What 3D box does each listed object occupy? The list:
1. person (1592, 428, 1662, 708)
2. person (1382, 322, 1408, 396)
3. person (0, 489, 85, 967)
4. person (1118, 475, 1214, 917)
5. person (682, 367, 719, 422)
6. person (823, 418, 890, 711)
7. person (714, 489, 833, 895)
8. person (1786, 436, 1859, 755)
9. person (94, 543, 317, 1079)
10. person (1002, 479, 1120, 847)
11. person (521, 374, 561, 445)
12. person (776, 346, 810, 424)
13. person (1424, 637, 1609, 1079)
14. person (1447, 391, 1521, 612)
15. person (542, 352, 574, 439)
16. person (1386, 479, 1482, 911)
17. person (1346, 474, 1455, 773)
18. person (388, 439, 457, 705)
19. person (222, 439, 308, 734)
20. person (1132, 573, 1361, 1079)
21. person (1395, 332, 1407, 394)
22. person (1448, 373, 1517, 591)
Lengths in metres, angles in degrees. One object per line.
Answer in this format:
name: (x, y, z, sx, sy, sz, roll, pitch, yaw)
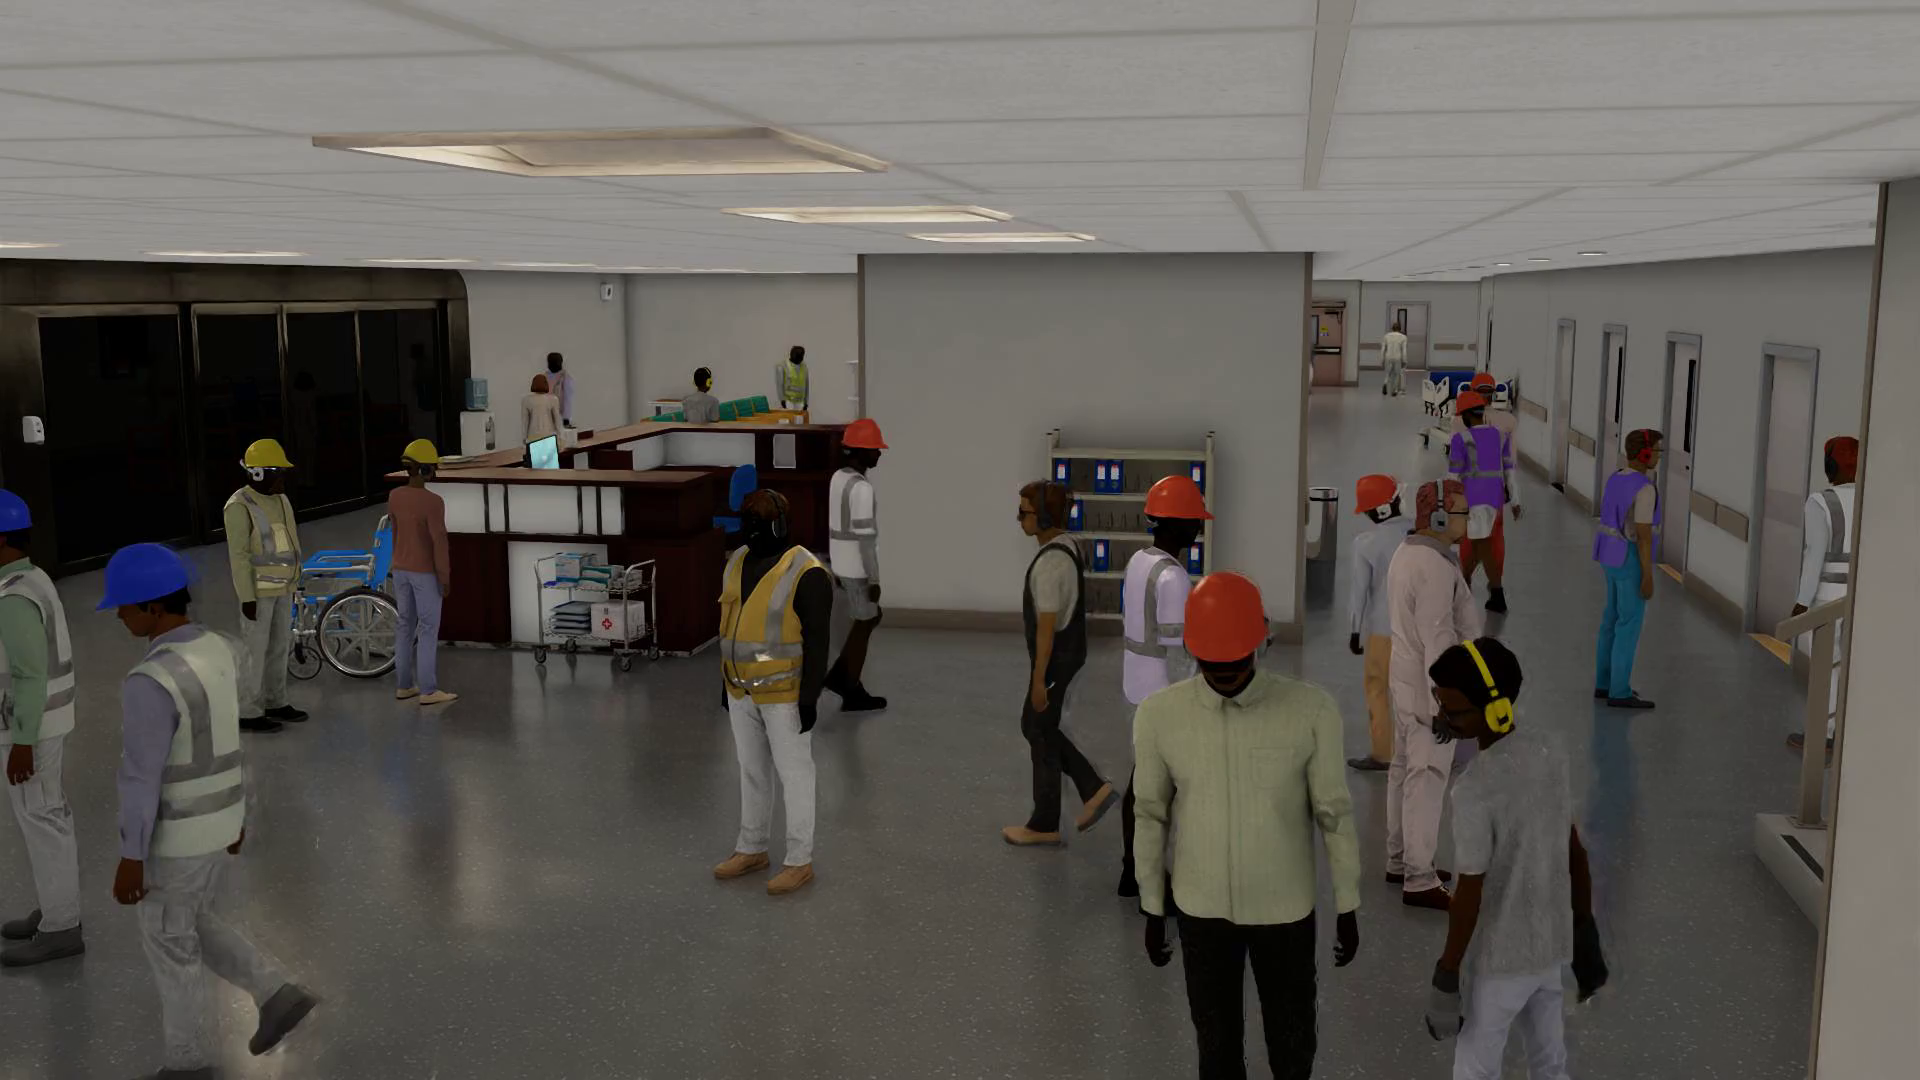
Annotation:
person: (4.383, 0.185, 10.951, 0.384, 1.837, 0.564, 0, 9, 0)
person: (11.104, -4.619, 42.572, 0.643, 1.913, 0.581, 4, 10, 27)
person: (-3.830, 0.752, 6.794, 0.406, 1.945, 0.614, -4, 10, -27)
person: (0.915, 0.676, 7.336, 0.375, 1.935, 0.551, -2, 9, -14)
person: (-2.946, -1.041, 19.013, 0.505, 1.861, 0.330, 4, 10, 25)
person: (-0.635, 0.167, 10.781, 0.410, 1.913, 0.569, -3, 9, -22)
person: (-0.878, 0.684, 7.606, 0.621, 1.845, 0.429, 7, 11, 39)
person: (5.189, 0.329, 9.837, 0.585, 1.876, 0.337, -3, 9, -18)
person: (-2.564, 0.952, 5.579, 0.524, 1.919, 0.612, -1, 9, -5)
person: (0.474, 0.612, 8.096, 0.477, 1.832, 0.543, 2, 9, 13)
person: (-5.494, -1.359, 21.848, 0.507, 1.633, 0.276, -2, 9, -12)
person: (-2.765, -2.312, 27.582, 0.655, 1.813, 0.448, -8, 11, -41)
person: (1.564, 1.152, 4.582, 0.705, 1.833, 0.365, -6, 11, -36)
person: (4.479, -0.352, 14.387, 0.608, 1.861, 0.990, -3, 9, -19)
person: (-5.946, -1.854, 24.476, 0.677, 1.830, 0.535, 7, 11, 40)
person: (2.117, 0.677, 7.435, 0.407, 1.908, 0.641, 0, 9, 2)
person: (2.537, 0.473, 9.470, 0.680, 1.705, 0.336, -1, 9, -8)
person: (-3.568, 0.209, 11.043, 0.518, 1.757, 0.339, 5, 10, 32)
person: (-4.297, 0.284, 10.338, 0.403, 1.827, 0.590, 1, 9, 9)
person: (0.834, 1.038, 4.866, 0.659, 1.960, 0.666, 2, 9, 15)
person: (11.515, -4.623, 43.495, 0.313, 1.637, 0.513, -2, 9, -10)
person: (4.722, -0.516, 15.084, 0.611, 1.985, 0.393, 0, 9, 2)
